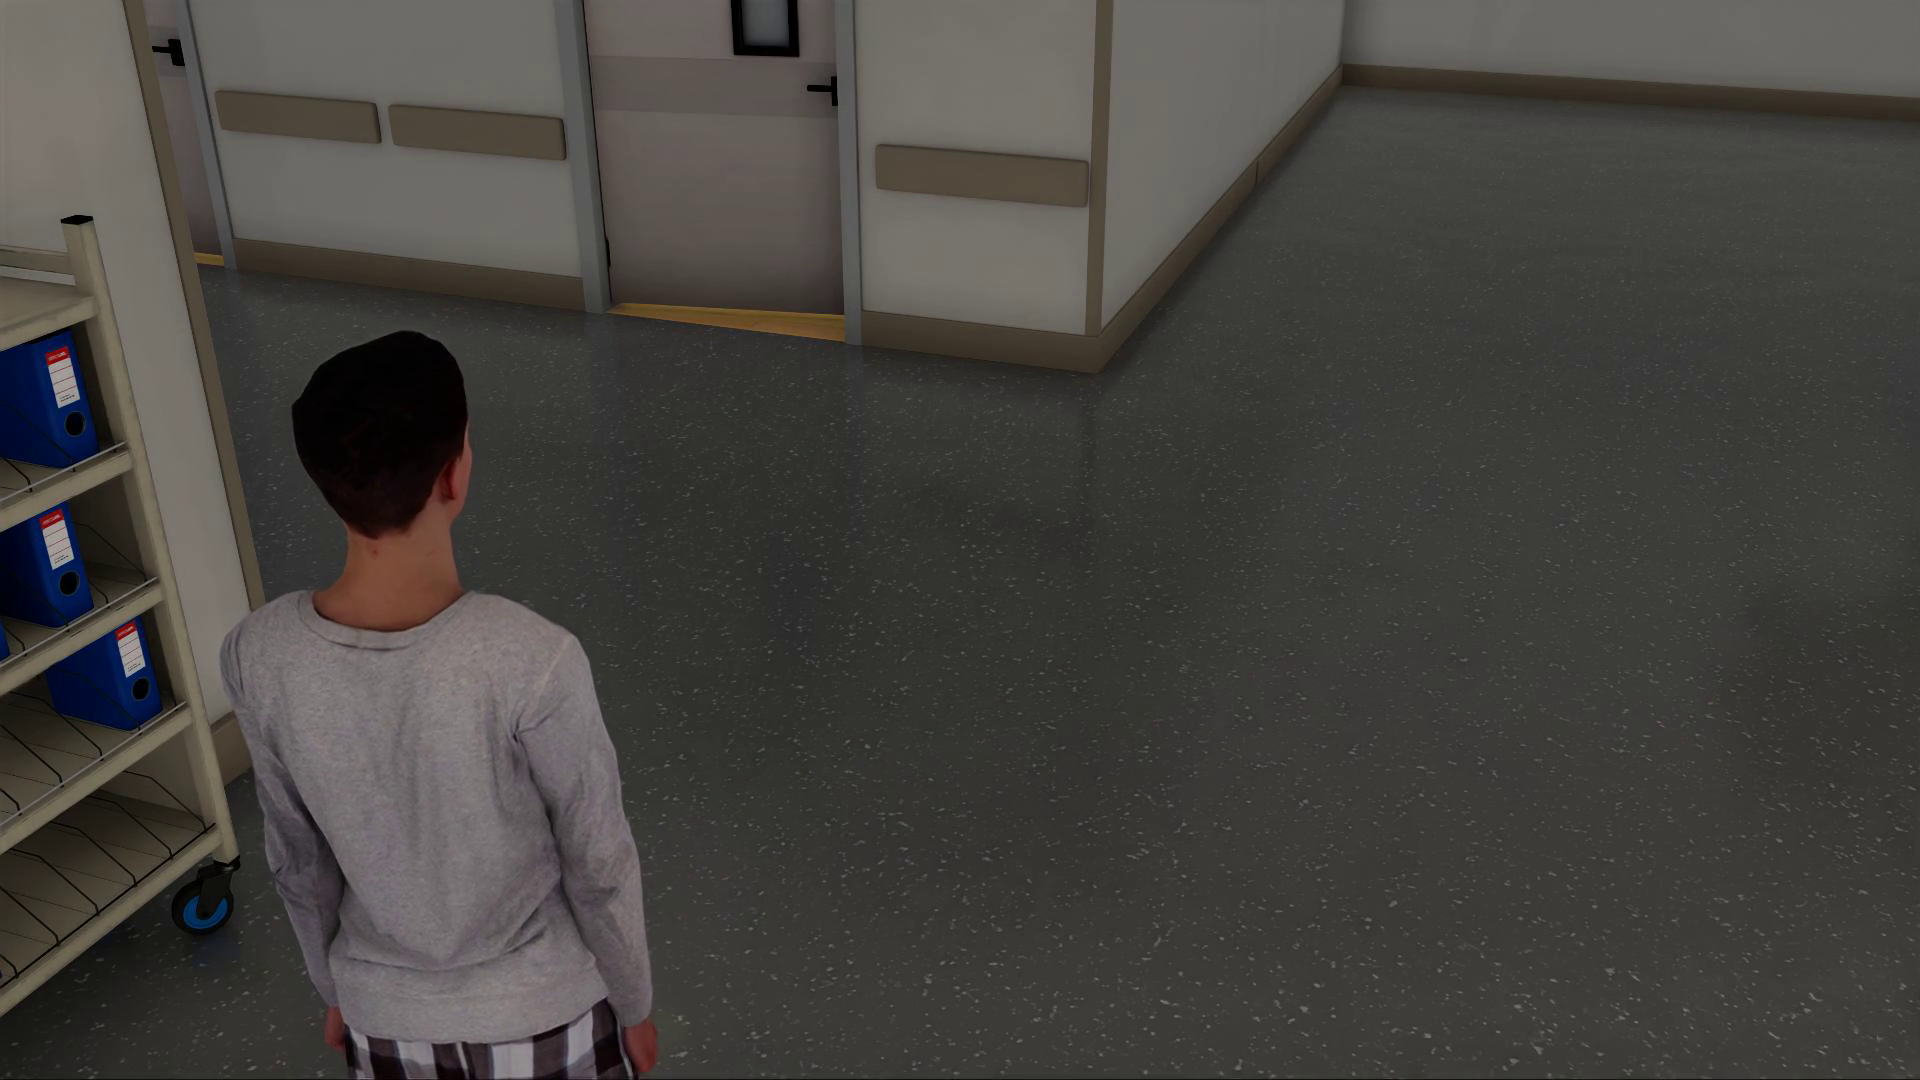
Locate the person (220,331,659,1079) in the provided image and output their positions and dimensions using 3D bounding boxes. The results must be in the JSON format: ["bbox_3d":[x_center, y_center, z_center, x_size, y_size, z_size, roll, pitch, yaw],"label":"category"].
[{"bbox_3d":[-0.638,0.620,2.214,0.673,1.847,0.616,3,26,6],"label":"person"}]
